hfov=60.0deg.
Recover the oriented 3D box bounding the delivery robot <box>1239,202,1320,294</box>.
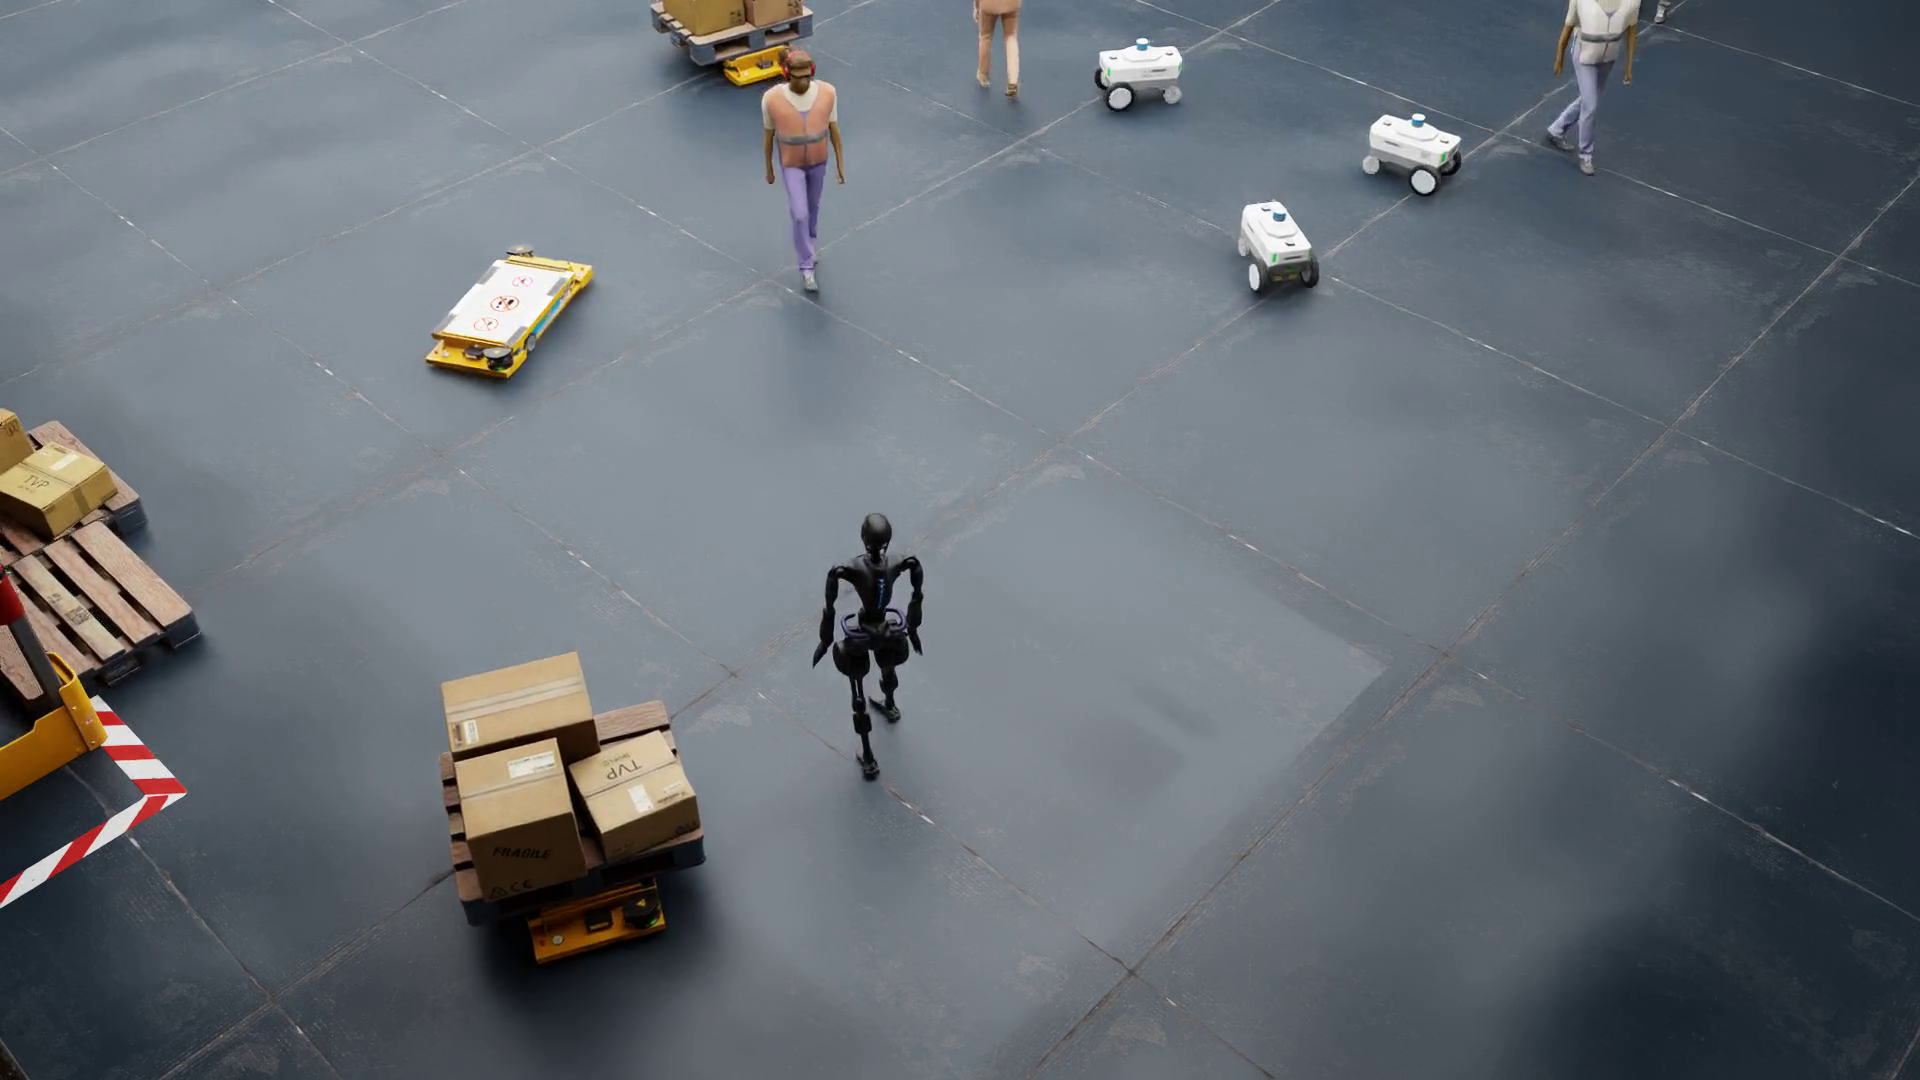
[{"bbox_3d":[2.443,-2.266,12.845,0.499,0.614,0.802,-9,43,-10],"label":"delivery robot"}]

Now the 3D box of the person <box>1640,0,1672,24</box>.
[{"bbox_3d":[6.801,-5.899,15.918,0.564,1.833,0.394,20,46,21],"label":"person"}]

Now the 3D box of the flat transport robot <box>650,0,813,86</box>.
[{"bbox_3d":[-2.147,-4.731,15.784,0.659,0.231,1.431,-24,47,-24],"label":"flat transport robot"}]

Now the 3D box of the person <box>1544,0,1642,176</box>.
[{"bbox_3d":[5.253,-3.970,13.790,0.563,1.793,0.679,-11,43,-12],"label":"person"}]

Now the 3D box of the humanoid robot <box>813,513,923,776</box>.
[{"bbox_3d":[-0.497,0.513,8.927,0.616,1.643,0.610,-13,43,-14],"label":"humanoid robot"}]

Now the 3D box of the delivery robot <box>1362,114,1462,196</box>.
[{"bbox_3d":[3.813,-3.270,13.952,0.795,0.602,0.499,26,48,26],"label":"delivery robot"}]

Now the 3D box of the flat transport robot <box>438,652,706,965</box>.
[{"bbox_3d":[-2.031,1.544,8.810,0.659,0.231,1.431,-13,44,-14],"label":"flat transport robot"}]

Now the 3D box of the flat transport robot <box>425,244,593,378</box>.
[{"bbox_3d":[-3.358,-1.726,12.444,0.659,0.231,1.431,11,43,12],"label":"flat transport robot"}]

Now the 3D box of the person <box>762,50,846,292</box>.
[{"bbox_3d":[-1.128,-2.760,12.439,0.570,1.808,0.858,-16,44,-17],"label":"person"}]

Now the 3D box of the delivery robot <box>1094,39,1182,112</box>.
[{"bbox_3d":[1.596,-4.215,15.004,0.781,0.605,0.499,-6,42,-7],"label":"delivery robot"}]

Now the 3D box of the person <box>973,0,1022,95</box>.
[{"bbox_3d":[0.348,-4.771,14.742,0.465,1.718,0.669,-4,42,-4],"label":"person"}]
